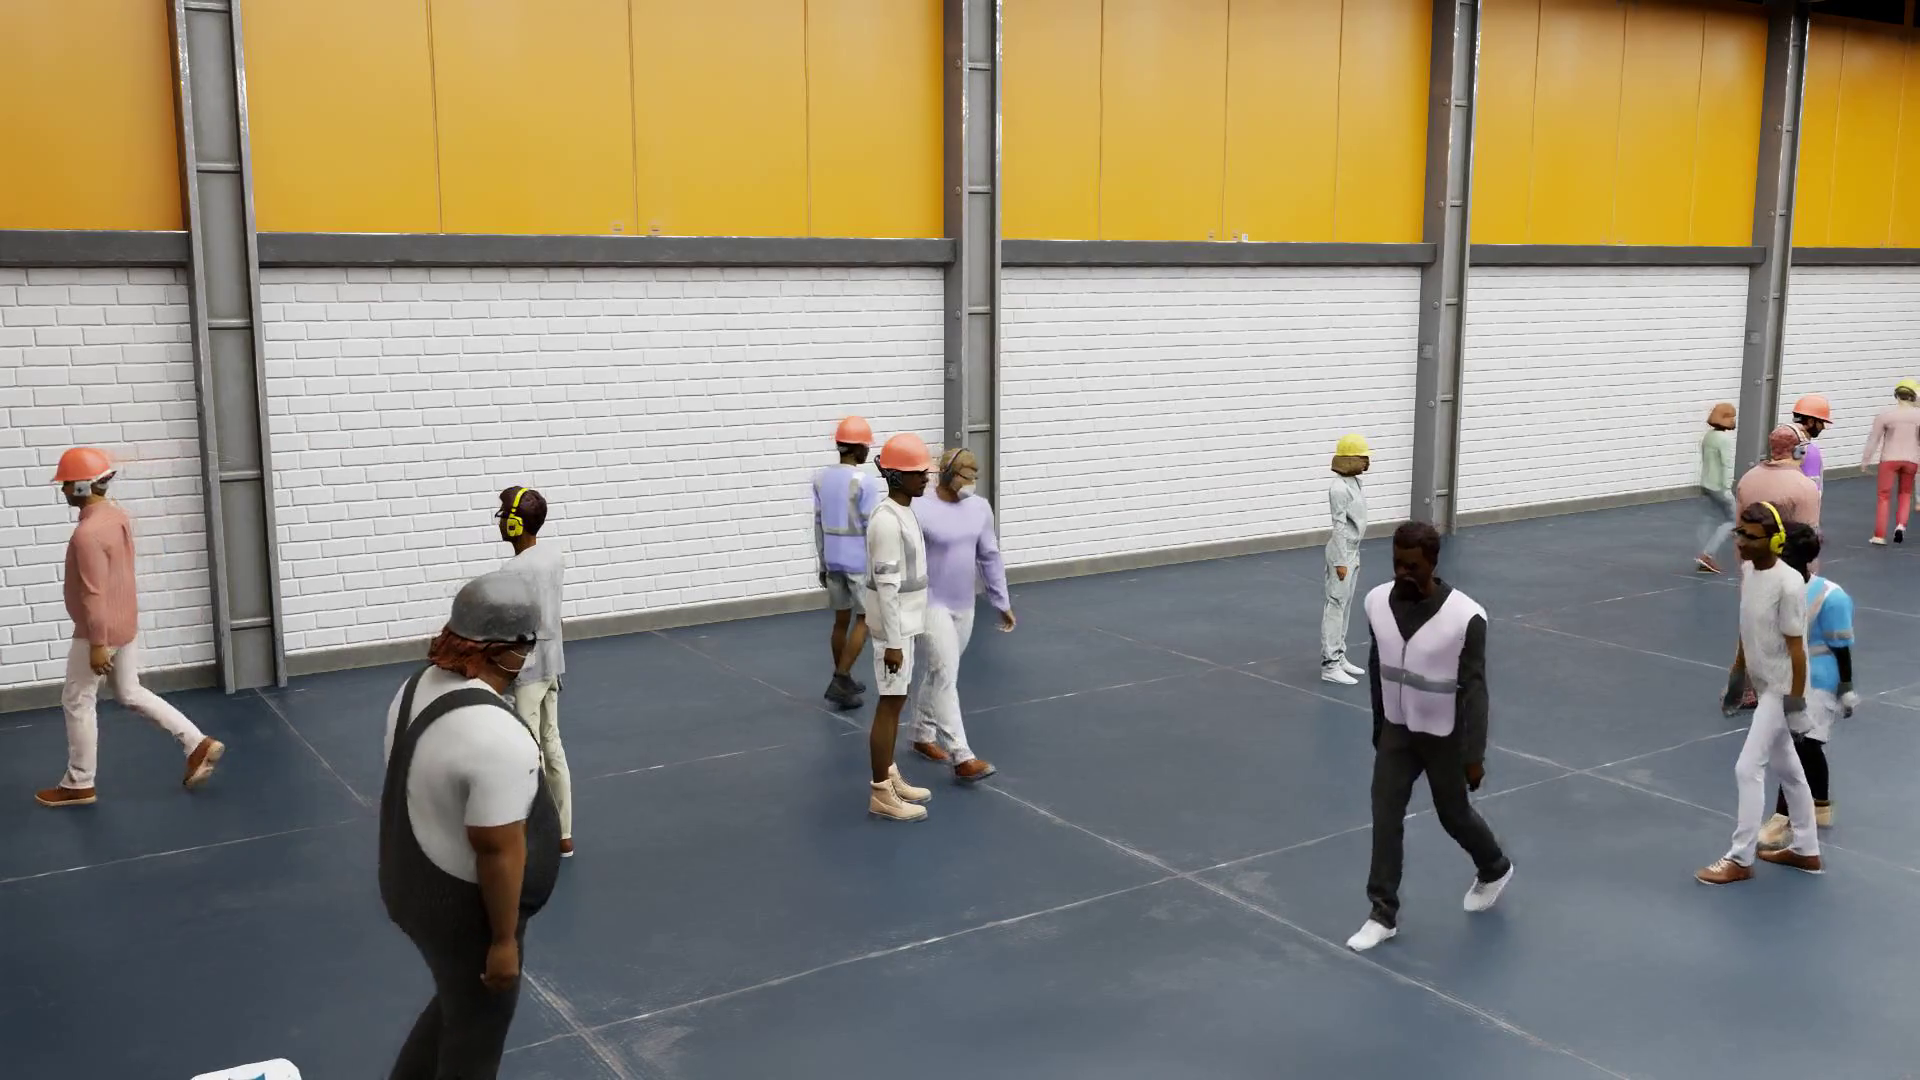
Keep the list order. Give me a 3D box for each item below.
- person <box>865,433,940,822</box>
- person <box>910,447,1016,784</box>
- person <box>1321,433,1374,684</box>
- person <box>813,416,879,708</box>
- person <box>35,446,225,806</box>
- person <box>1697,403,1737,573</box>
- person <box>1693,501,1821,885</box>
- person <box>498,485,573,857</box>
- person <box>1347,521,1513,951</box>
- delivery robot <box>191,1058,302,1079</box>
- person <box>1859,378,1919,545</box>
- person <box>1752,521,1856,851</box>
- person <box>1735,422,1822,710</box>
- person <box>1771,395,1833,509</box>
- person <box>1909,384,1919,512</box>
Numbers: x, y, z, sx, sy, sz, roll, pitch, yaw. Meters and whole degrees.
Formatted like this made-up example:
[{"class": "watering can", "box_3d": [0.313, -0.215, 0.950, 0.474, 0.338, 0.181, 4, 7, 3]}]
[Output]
[{"class": "person", "box_3d": [-0.299, 0.450, 8.786, 0.393, 2.041, 0.613, 1, 9, 5]}, {"class": "person", "box_3d": [-0.004, 0.417, 9.461, 0.631, 1.883, 0.952, -9, 13, -42]}, {"class": "person", "box_3d": [2.722, 0.122, 11.662, 0.296, 1.745, 0.484, 4, 10, 24]}, {"class": "person", "box_3d": [-0.746, 0.147, 10.985, 0.585, 1.921, 0.571, 8, 12, 40]}, {"class": "person", "box_3d": [-4.545, 0.460, 8.989, 0.894, 1.963, 0.626, -1, 10, -8]}, {"class": "person", "box_3d": [7.131, -0.477, 15.609, 0.341, 1.620, 0.520, -1, 9, -3]}, {"class": "person", "box_3d": [3.828, 0.722, 7.853, 0.665, 1.829, 0.522, 1, 10, 8]}, {"class": "person", "box_3d": [-2.075, 0.666, 7.996, 0.328, 1.876, 0.513, 2, 10, 14]}, {"class": "person", "box_3d": [2.077, 0.803, 7.229, 0.927, 1.867, 0.629, -8, 12, -40]}, {"class": "delivery robot", "box_3d": [-2.086, 1.791, 4.901, 0.477, 0.478, 0.707, -5, 11, -28]}, {"class": "person", "box_3d": [9.712, -0.805, 17.289, 0.634, 1.740, 0.401, 2, 10, 13]}, {"class": "person", "box_3d": [4.201, 0.718, 8.377, 0.728, 1.646, 0.548, -3, 10, -17]}, {"class": "person", "box_3d": [5.274, 0.201, 10.684, 0.409, 1.913, 0.646, -3, 10, -16]}, {"class": "person", "box_3d": [6.417, -0.144, 12.717, 0.373, 1.928, 0.543, -1, 9, -3]}, {"class": "person", "box_3d": [11.270, -1.168, 19.305, 0.628, 1.787, 1.000, 7, 12, 36]}]
